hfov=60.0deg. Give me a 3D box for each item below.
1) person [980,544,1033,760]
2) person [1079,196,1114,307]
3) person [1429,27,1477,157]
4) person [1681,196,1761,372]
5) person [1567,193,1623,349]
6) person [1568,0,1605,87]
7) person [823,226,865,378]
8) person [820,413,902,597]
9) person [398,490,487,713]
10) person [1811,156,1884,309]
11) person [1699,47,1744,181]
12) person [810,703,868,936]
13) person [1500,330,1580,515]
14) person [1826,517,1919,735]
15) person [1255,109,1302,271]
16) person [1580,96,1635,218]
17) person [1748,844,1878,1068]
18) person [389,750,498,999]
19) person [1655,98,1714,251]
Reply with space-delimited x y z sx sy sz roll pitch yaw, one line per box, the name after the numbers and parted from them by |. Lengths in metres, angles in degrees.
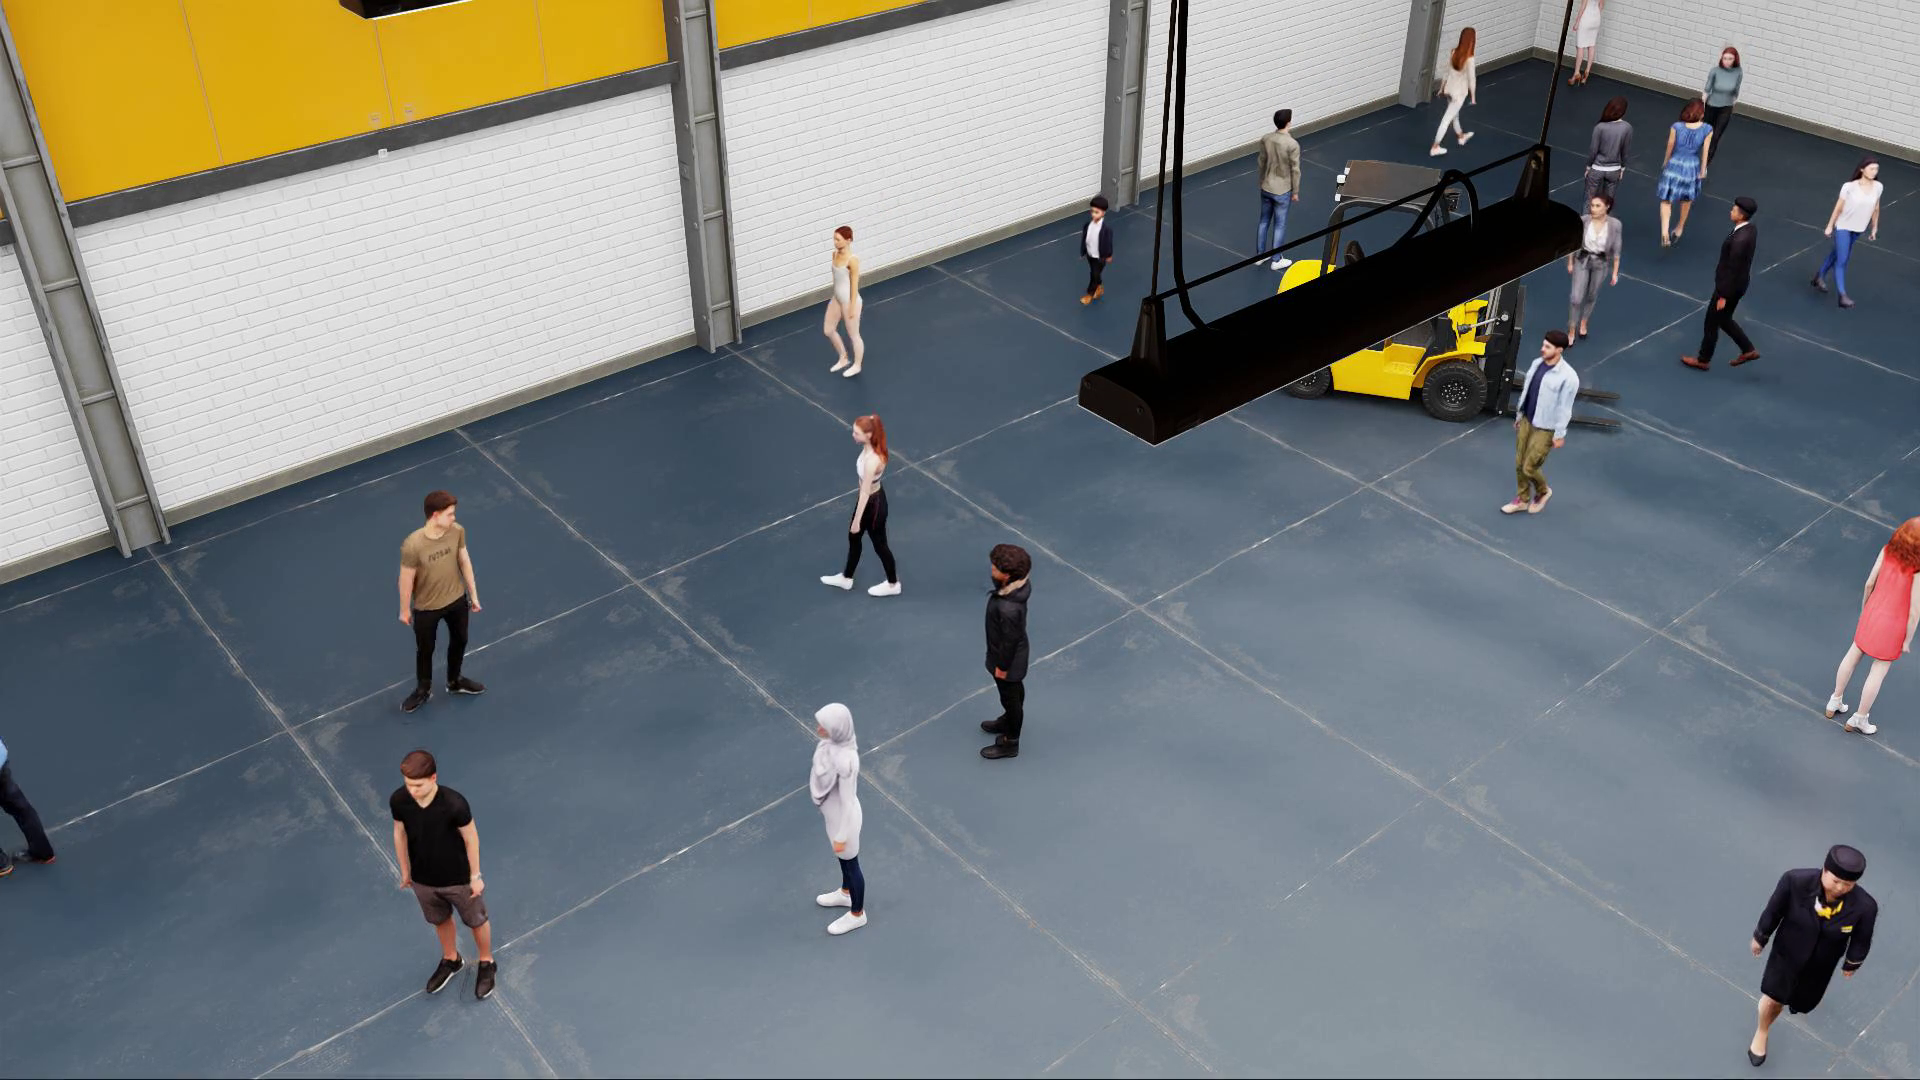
0.357 0.781 11.851 0.784 1.780 0.721 4 34 5 | person
1.541 -3.220 18.391 0.607 1.204 0.825 23 40 31 | person
6.482 -5.874 21.962 1.087 1.672 0.758 -17 37 -24 | person
7.862 -2.527 16.757 0.936 1.859 0.981 20 38 27 | person
6.634 -2.882 17.478 0.896 1.653 0.987 9 35 14 | person
9.244 -7.586 24.422 0.537 1.800 0.687 -10 35 -15 | person
-1.087 -2.429 16.813 0.566 1.634 0.581 -26 42 -34 | person
-0.625 -0.260 13.463 1.014 1.730 0.908 -2 34 -2 | person
-3.920 0.456 12.308 0.544 1.816 0.950 -19 38 -26 | person
9.726 -3.421 18.302 1.124 1.637 1.054 -5 34 -7 | person
9.760 -5.516 21.422 0.982 1.672 1.263 11 35 15 | person
-0.738 1.726 10.433 0.671 1.777 0.683 -8 34 -12 | person
5.126 -1.005 14.522 0.803 1.798 0.789 -13 36 -19 | person
6.696 0.611 12.064 0.622 1.828 0.654 -11 35 -16 | person
3.606 -4.003 18.972 0.721 1.865 0.611 28 43 35 | person
7.602 -4.359 19.596 0.686 1.768 0.734 5 34 7 | person
4.912 2.342 9.616 0.845 1.656 0.928 23 40 30 | person
-3.087 1.973 9.985 0.759 1.861 0.803 5 34 7 | person
8.386 -4.216 19.374 1.063 1.775 1.149 7 34 11 | person
